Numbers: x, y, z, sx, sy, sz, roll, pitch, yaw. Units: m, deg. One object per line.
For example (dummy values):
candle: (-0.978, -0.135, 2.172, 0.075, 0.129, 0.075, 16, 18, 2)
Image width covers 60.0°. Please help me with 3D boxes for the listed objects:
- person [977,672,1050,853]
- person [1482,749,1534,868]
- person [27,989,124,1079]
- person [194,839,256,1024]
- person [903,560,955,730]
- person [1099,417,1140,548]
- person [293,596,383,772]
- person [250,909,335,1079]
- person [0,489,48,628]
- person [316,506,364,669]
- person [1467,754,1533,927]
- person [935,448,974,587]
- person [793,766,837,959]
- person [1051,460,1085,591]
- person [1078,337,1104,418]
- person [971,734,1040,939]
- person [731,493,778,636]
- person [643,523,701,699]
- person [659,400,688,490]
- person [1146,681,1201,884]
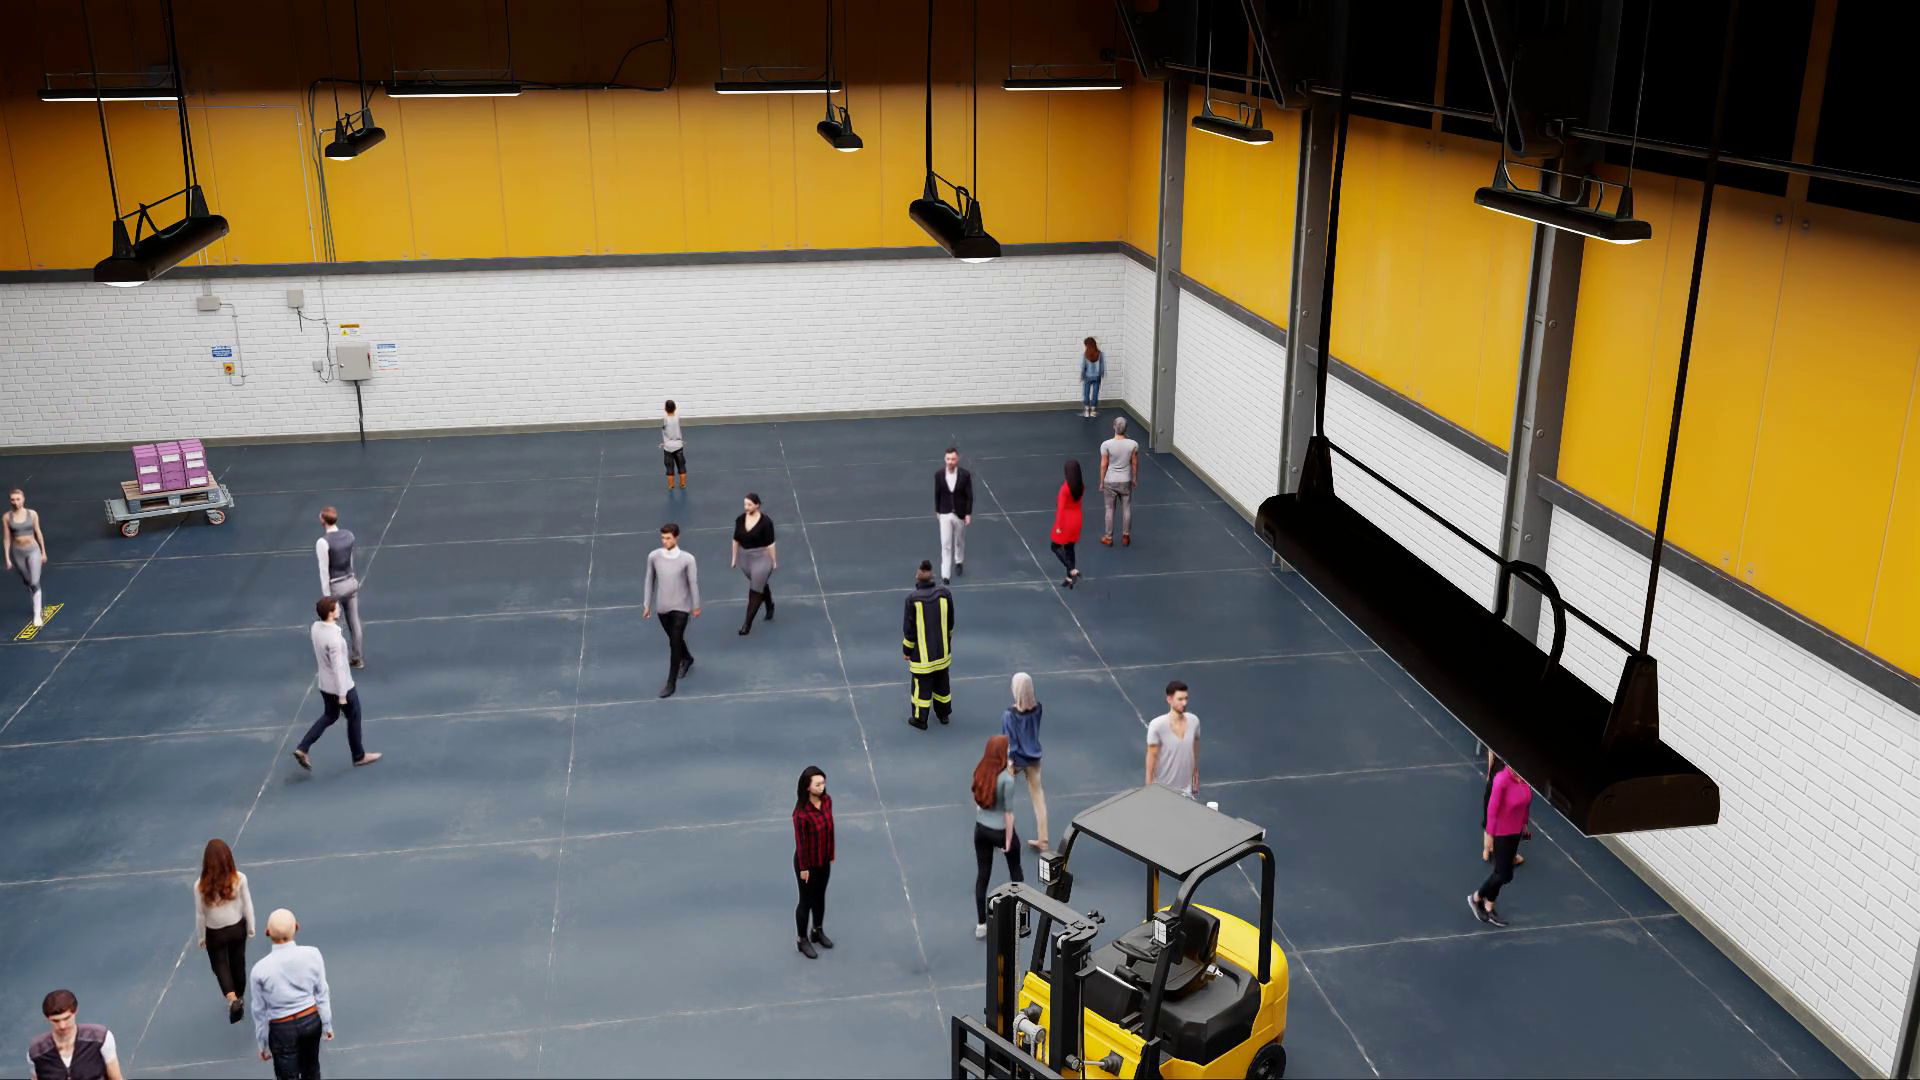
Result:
person: (0.627, 2.038, 14.957, 0.987, 1.639, 1.223, -15, 24, -37)
person: (4.857, 2.119, 14.734, 0.682, 1.626, 0.739, 12, 22, 31)
person: (-5.390, 3.526, 10.262, 0.853, 1.815, 1.215, -8, 20, -23)
person: (-5.500, 2.961, 12.469, 0.700, 1.477, 0.852, -10, 21, -27)
person: (-0.329, 1.078, 17.449, 0.830, 1.868, 0.801, -9, 21, -25)
person: (2.202, -0.810, 23.112, 0.701, 1.831, 0.554, -2, 19, -6)
person: (-6.251, 1.444, 16.420, 1.115, 1.830, 1.111, 17, 25, 41)
person: (-4.385, 3.296, 11.015, 0.927, 1.771, 1.189, -12, 22, -31)
person: (-11.463, 0.184, 20.421, 0.798, 1.664, 1.193, -9, 20, -24)
person: (-6.980, 0.555, 18.911, 0.866, 1.925, 0.806, 13, 22, 33)
person: (4.450, 2.396, 13.818, 0.705, 1.687, 0.755, -15, 24, -38)
person: (-0.055, -0.325, 21.753, 0.908, 1.780, 1.323, 2, 19, 6)
person: (-1.194, 2.563, 13.377, 0.715, 1.651, 0.647, 12, 22, 31)
person: (1.460, -0.167, 21.343, 0.868, 1.741, 0.809, 15, 24, 37)
person: (2.391, -2.943, 30.020, 0.596, 1.466, 0.482, 1, 19, 4)
person: (0.224, 2.449, 13.622, 0.995, 1.712, 1.020, 14, 23, 36)
person: (-2.420, 0.261, 20.133, 1.085, 1.703, 1.216, 9, 21, 26)
person: (-3.151, 0.709, 18.499, 1.144, 1.898, 1.358, 6, 20, 18)
person: (-4.456, -1.527, 25.833, 0.627, 1.454, 0.566, -8, 20, -23)
person: (1.803, 2.068, 14.538, 0.822, 1.848, 0.934, -8, 20, -23)
